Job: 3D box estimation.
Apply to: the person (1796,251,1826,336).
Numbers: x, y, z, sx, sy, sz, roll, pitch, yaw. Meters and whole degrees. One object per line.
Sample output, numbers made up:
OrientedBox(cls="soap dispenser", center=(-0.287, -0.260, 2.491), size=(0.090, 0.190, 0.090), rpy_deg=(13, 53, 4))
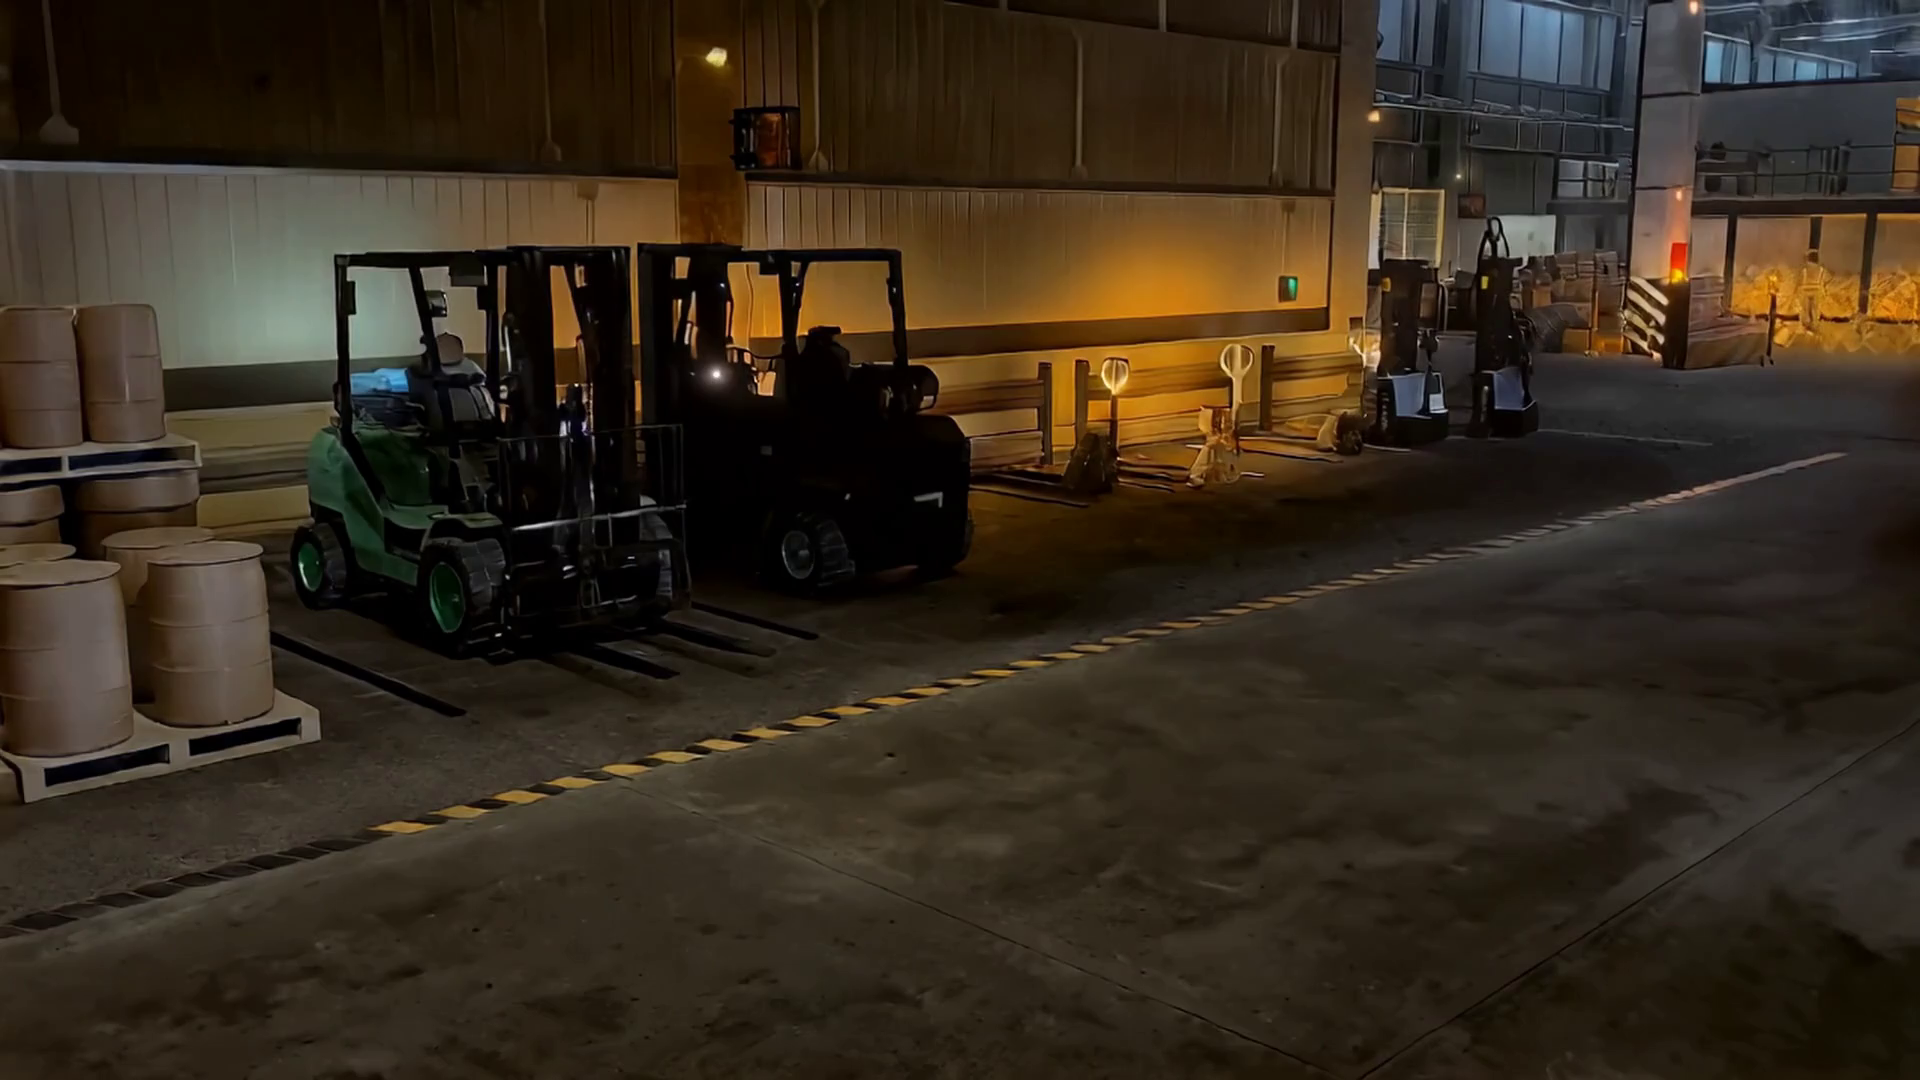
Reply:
OrientedBox(cls="person", center=(19.066, -5.522, 37.278), size=(0.572, 1.887, 0.356), rpy_deg=(2, 11, 10))

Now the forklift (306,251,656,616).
OrientedBox(cls="forklift", center=(-2.833, -0.669, 9.694), size=(1.157, 1.987, 2.680), rpy_deg=(-10, 14, -44))

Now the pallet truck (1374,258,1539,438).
OrientedBox(cls="pallet truck", center=(5.704, -2.208, 18.901), size=(1.885, 1.965, 0.823), rpy_deg=(10, 14, 43))

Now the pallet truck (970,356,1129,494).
OrientedBox(cls="pallet truck", center=(0.784, -1.085, 14.876), size=(0.680, 1.201, 1.601), rpy_deg=(-10, 14, -44))

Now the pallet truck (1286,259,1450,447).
OrientedBox(cls="pallet truck", center=(4.493, -2.078, 18.196), size=(0.823, 1.965, 1.885), rpy_deg=(-9, 14, -40))

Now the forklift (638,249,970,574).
OrientedBox(cls="forklift", center=(-1.173, -0.958, 11.239), size=(2.680, 1.987, 1.157), rpy_deg=(10, 14, 43))

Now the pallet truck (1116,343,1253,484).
OrientedBox(cls="pallet truck", center=(1.962, -1.215, 15.415), size=(1.522, 1.261, 0.704), rpy_deg=(10, 14, 43))

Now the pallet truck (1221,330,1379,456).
OrientedBox(cls="pallet truck", center=(3.563, -1.581, 17.381), size=(0.653, 1.274, 1.630), rpy_deg=(-10, 14, -44))

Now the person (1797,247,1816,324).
OrientedBox(cls="person", center=(21.549, -6.461, 42.283), size=(0.371, 1.929, 0.585), rpy_deg=(3, 11, 14))
